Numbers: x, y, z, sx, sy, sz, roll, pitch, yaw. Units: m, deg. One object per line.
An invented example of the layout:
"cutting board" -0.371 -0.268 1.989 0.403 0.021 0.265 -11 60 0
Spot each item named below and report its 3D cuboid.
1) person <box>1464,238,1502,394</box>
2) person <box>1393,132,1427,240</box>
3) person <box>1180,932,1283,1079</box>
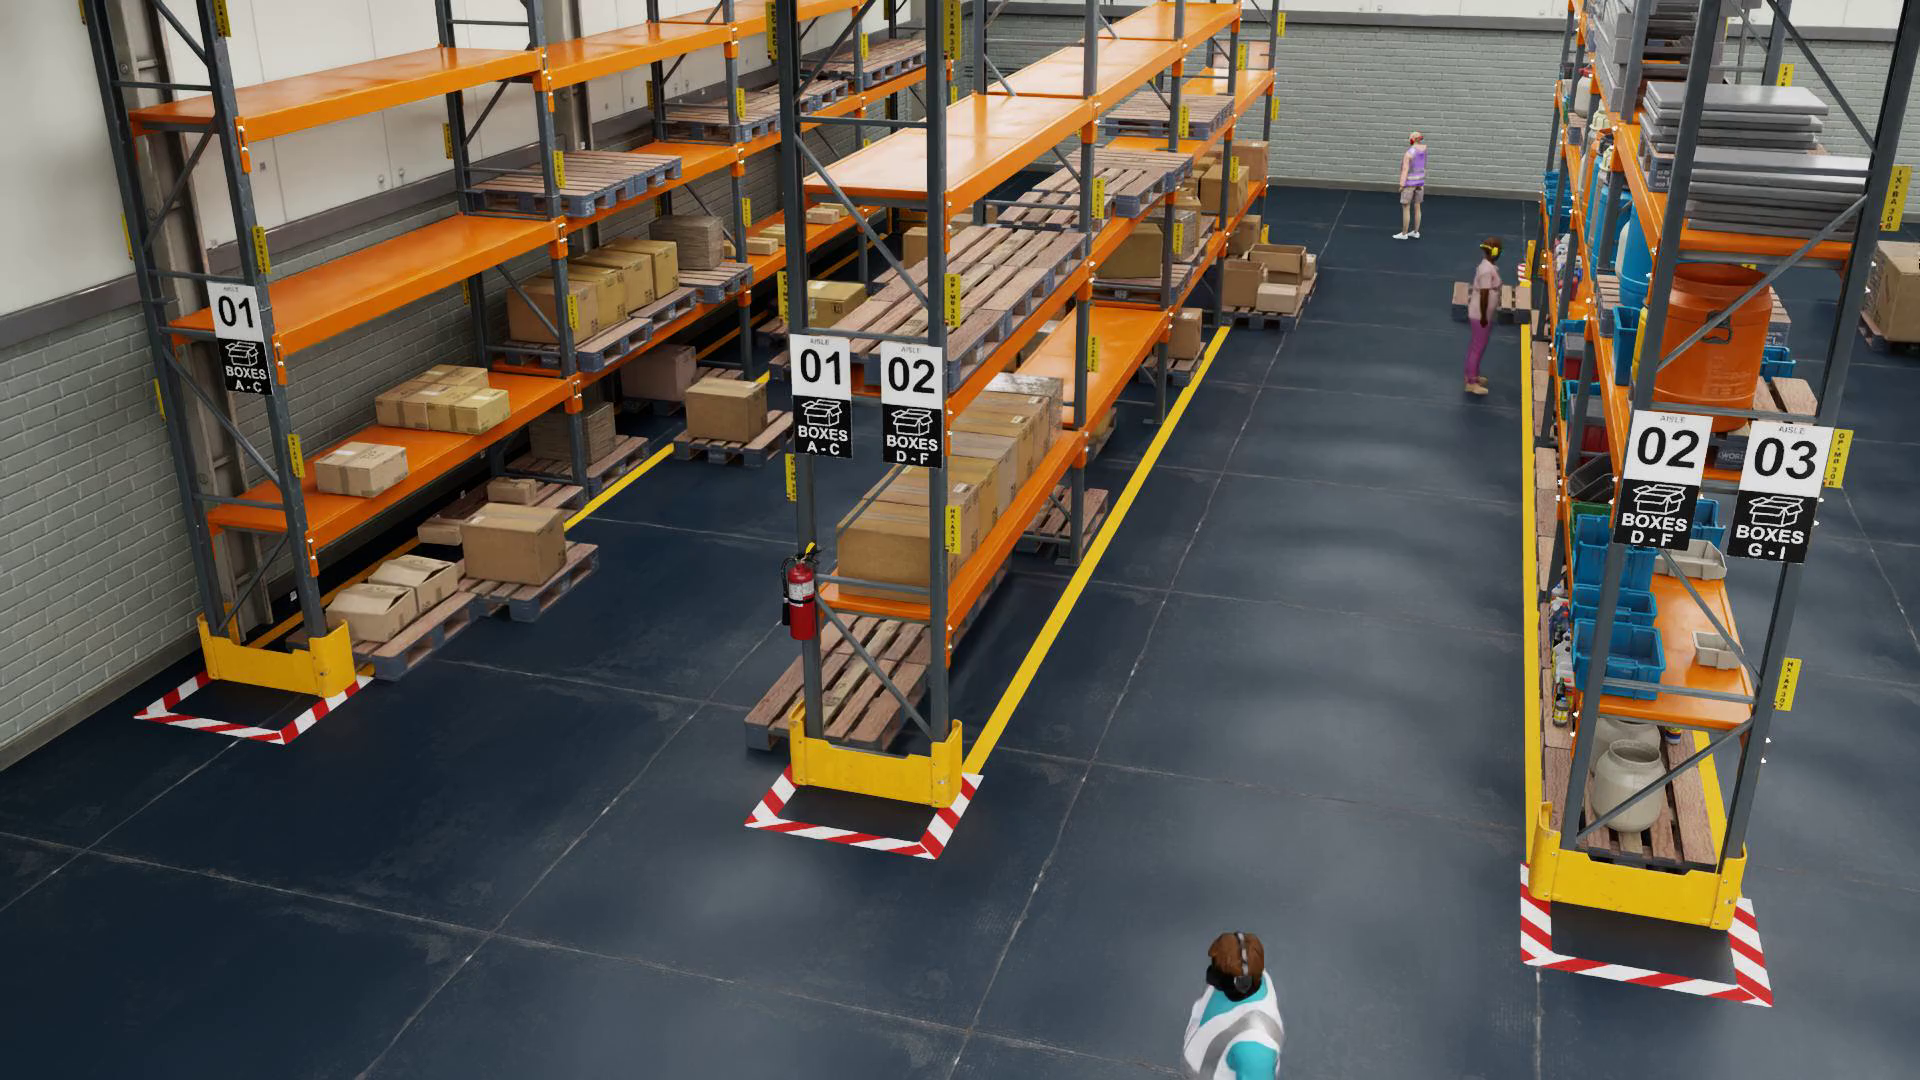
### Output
"person" 6.067 -2.608 19.304 0.354 1.791 0.564 8 25 18
"person" 7.181 -5.622 26.422 0.489 1.688 0.352 -14 27 -29
"person" 1.251 2.497 7.432 0.788 1.813 0.626 2 23 4
